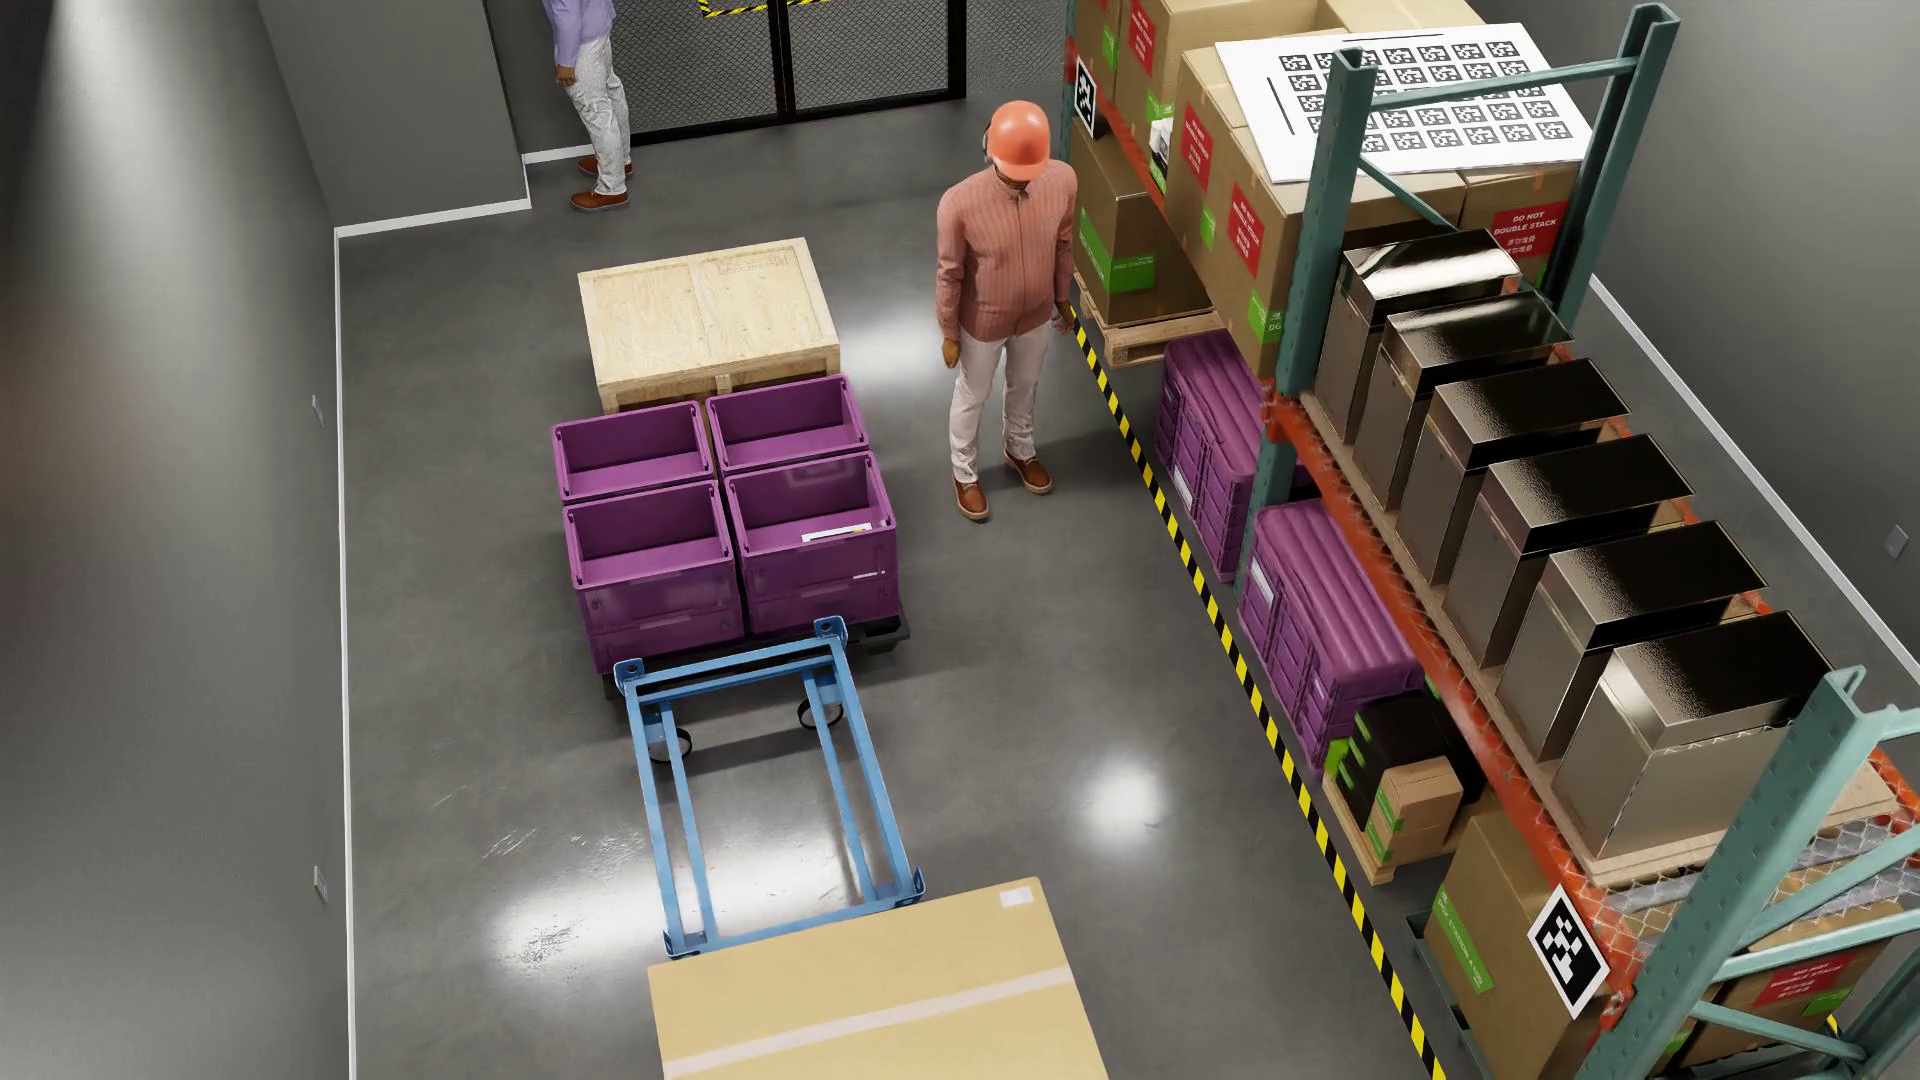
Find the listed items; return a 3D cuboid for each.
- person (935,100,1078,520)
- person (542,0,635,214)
[{"bbox_3d":[0.200,-0.906,6.687,0.616,1.983,0.404,-21,51,-18],"label":"person"},{"bbox_3d":[-1.884,-2.516,8.198,0.372,1.940,0.629,1,47,1],"label":"person"}]
